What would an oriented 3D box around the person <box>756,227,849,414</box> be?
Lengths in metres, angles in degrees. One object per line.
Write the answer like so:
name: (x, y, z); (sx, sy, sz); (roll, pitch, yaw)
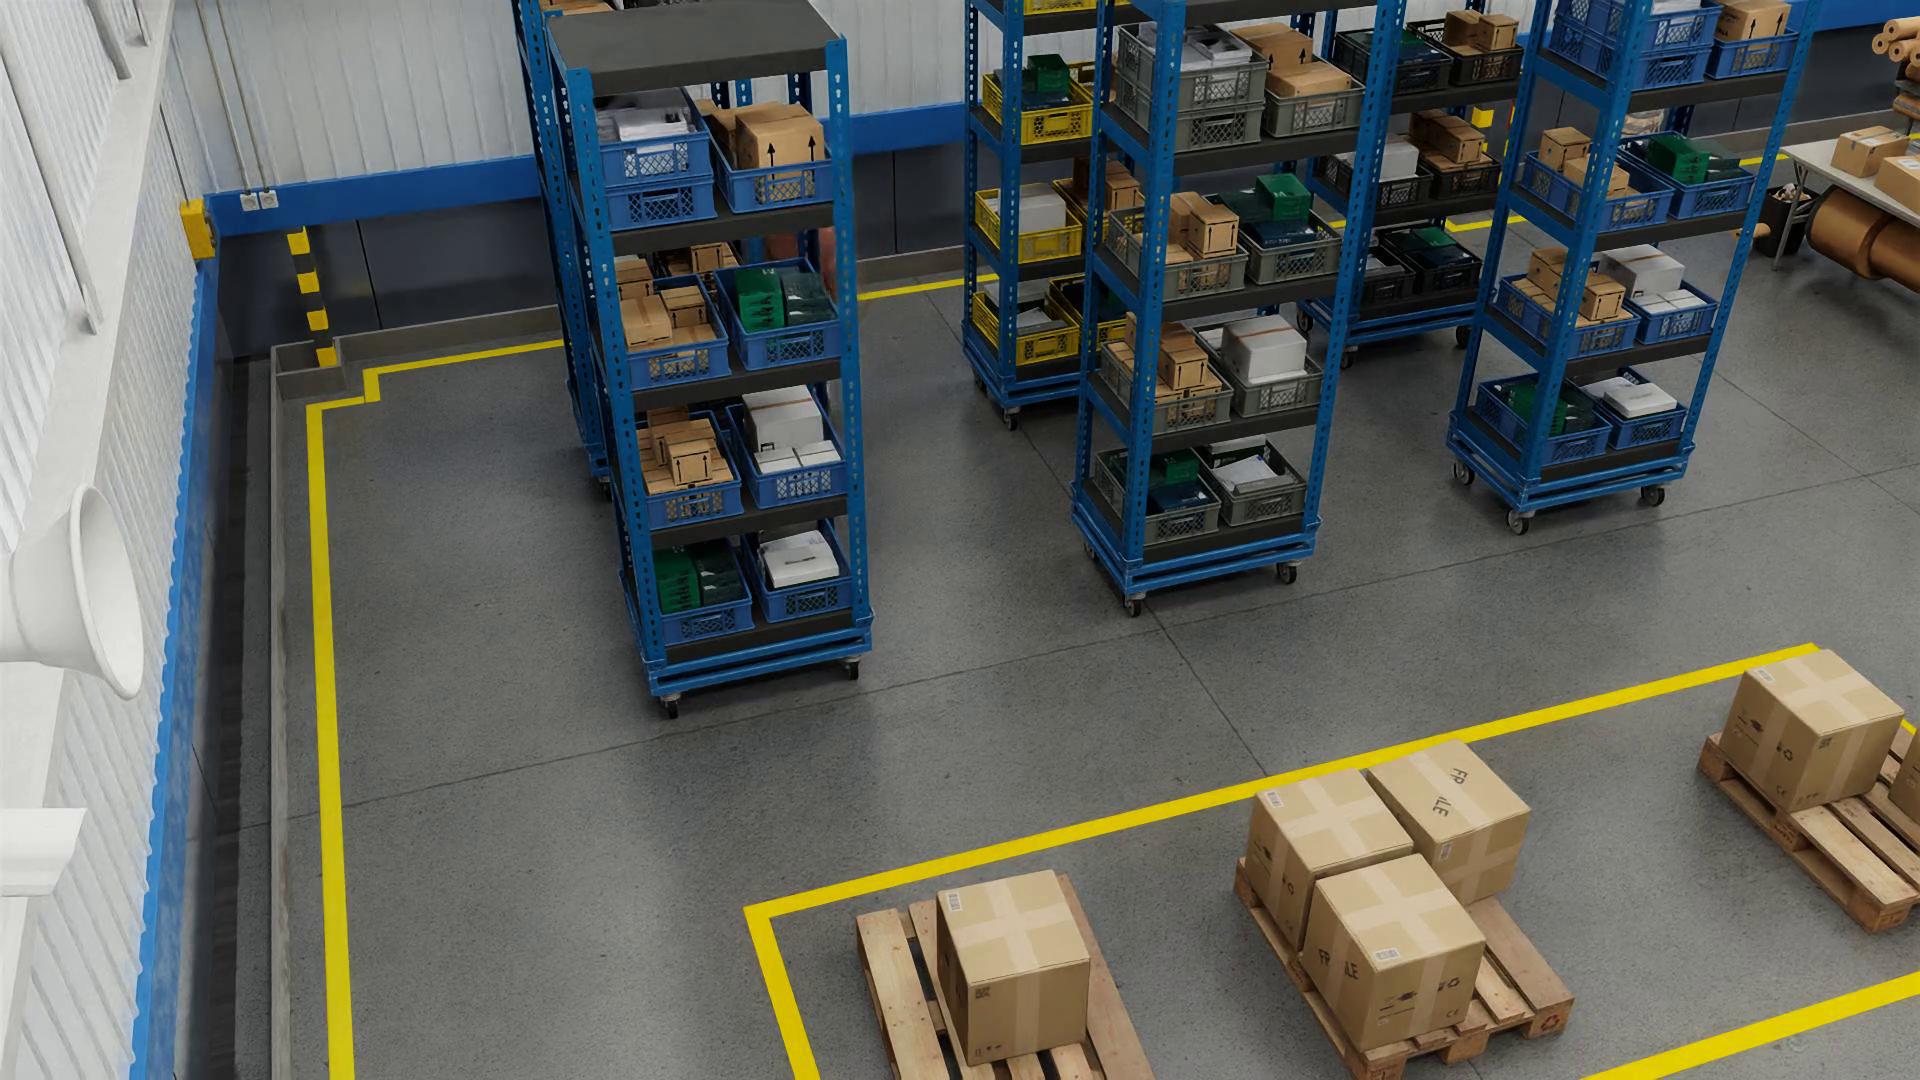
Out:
person: (-1.061, -1.442, 10.650); (0.644, 1.924, 1.002); (20, 40, 26)
